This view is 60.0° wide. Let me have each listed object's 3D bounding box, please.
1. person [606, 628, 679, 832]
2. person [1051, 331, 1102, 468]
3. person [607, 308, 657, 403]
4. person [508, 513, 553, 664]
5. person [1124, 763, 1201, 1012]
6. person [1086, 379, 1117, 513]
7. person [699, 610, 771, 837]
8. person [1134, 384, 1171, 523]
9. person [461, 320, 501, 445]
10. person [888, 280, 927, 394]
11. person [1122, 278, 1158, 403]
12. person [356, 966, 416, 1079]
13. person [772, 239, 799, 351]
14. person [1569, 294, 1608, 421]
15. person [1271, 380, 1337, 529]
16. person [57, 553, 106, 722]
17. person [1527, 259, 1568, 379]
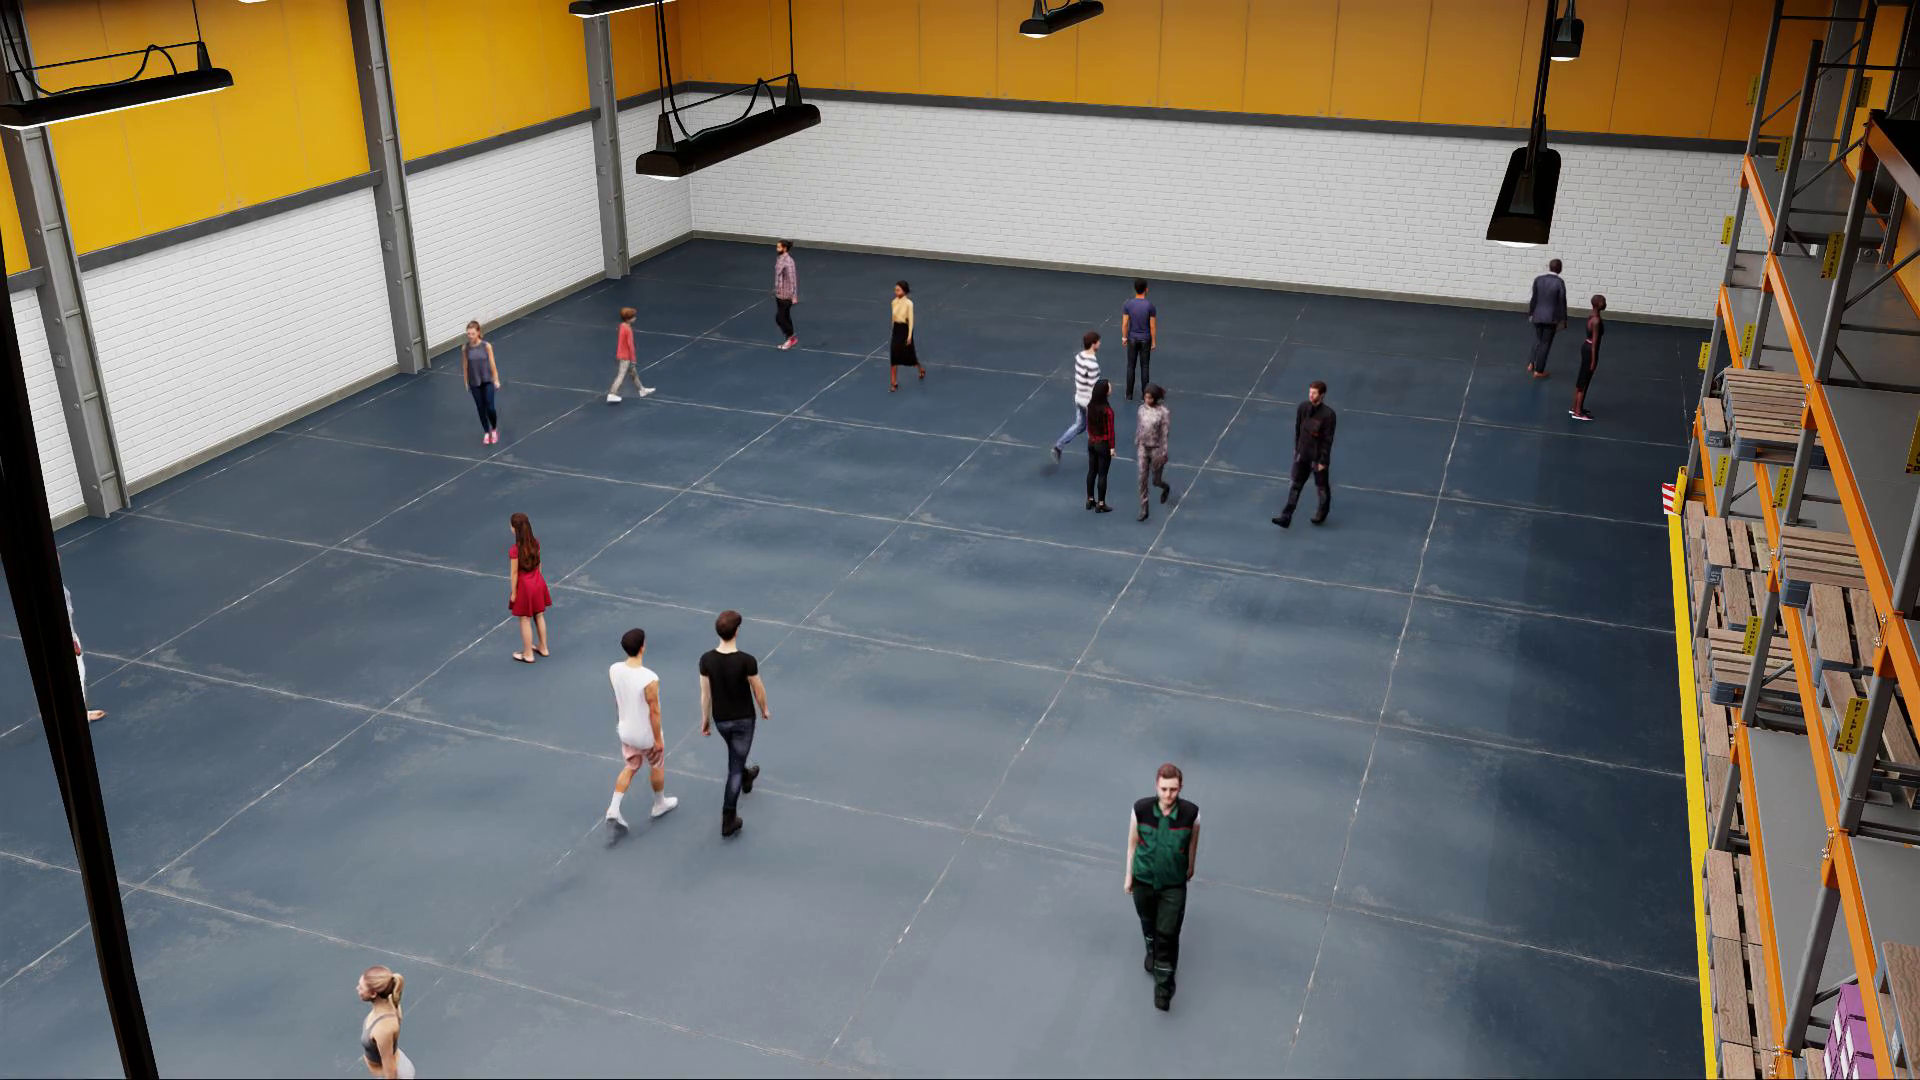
[{"bbox_3d":[-2.697,1.596,13.681,0.745,1.763,1.055,12,26,26],"label":"person"},{"bbox_3d":[1.542,-1.764,21.283,1.114,1.832,1.040,-11,26,-24],"label":"person"},{"bbox_3d":[-4.863,-2.624,23.829,1.003,1.368,0.941,-13,27,-26],"label":"person"},{"bbox_3d":[-4.291,0.464,16.537,0.669,1.551,0.597,14,27,29],"label":"person"},{"bbox_3d":[1.424,2.369,11.868,0.737,1.800,1.123,5,24,12],"label":"person"},{"bbox_3d":[1.684,-1.143,20.082,0.674,1.656,0.665,-18,30,-36],"label":"person"},{"bbox_3d":[-1.885,1.541,13.702,0.738,1.847,1.260,6,24,13],"label":"person"},{"bbox_3d":[2.331,-1.069,19.856,0.728,1.700,0.955,16,28,32],"label":"person"},{"bbox_3d":[-6.376,-2.122,22.248,0.712,1.714,0.753,-1,24,-3],"label":"person"},{"bbox_3d":[-0.770,-2.972,24.313,0.732,1.618,1.073,15,28,30],"label":"person"},{"bbox_3d":[2.567,-2.866,23.863,0.676,1.784,0.566,5,24,11],"label":"person"},{"bbox_3d":[-3.383,3.257,9.956,0.722,1.703,0.633,-6,24,-13],"label":"person"},{"bbox_3d":[-2.694,-3.877,26.217,0.857,1.751,0.793,-10,26,-23],"label":"person"},{"bbox_3d":[8.785,-2.573,23.226,0.659,1.757,0.509,5,24,12],"label":"person"},{"bbox_3d":[4.220,-1.002,19.587,1.252,1.793,1.060,-21,31,-39],"label":"person"},{"bbox_3d":[-8.328,0.880,15.379,0.819,1.715,0.788,19,30,37],"label":"person"},{"bbox_3d":[8.698,-3.278,24.772,0.833,1.812,0.803,-15,28,-31],"label":"person"}]
